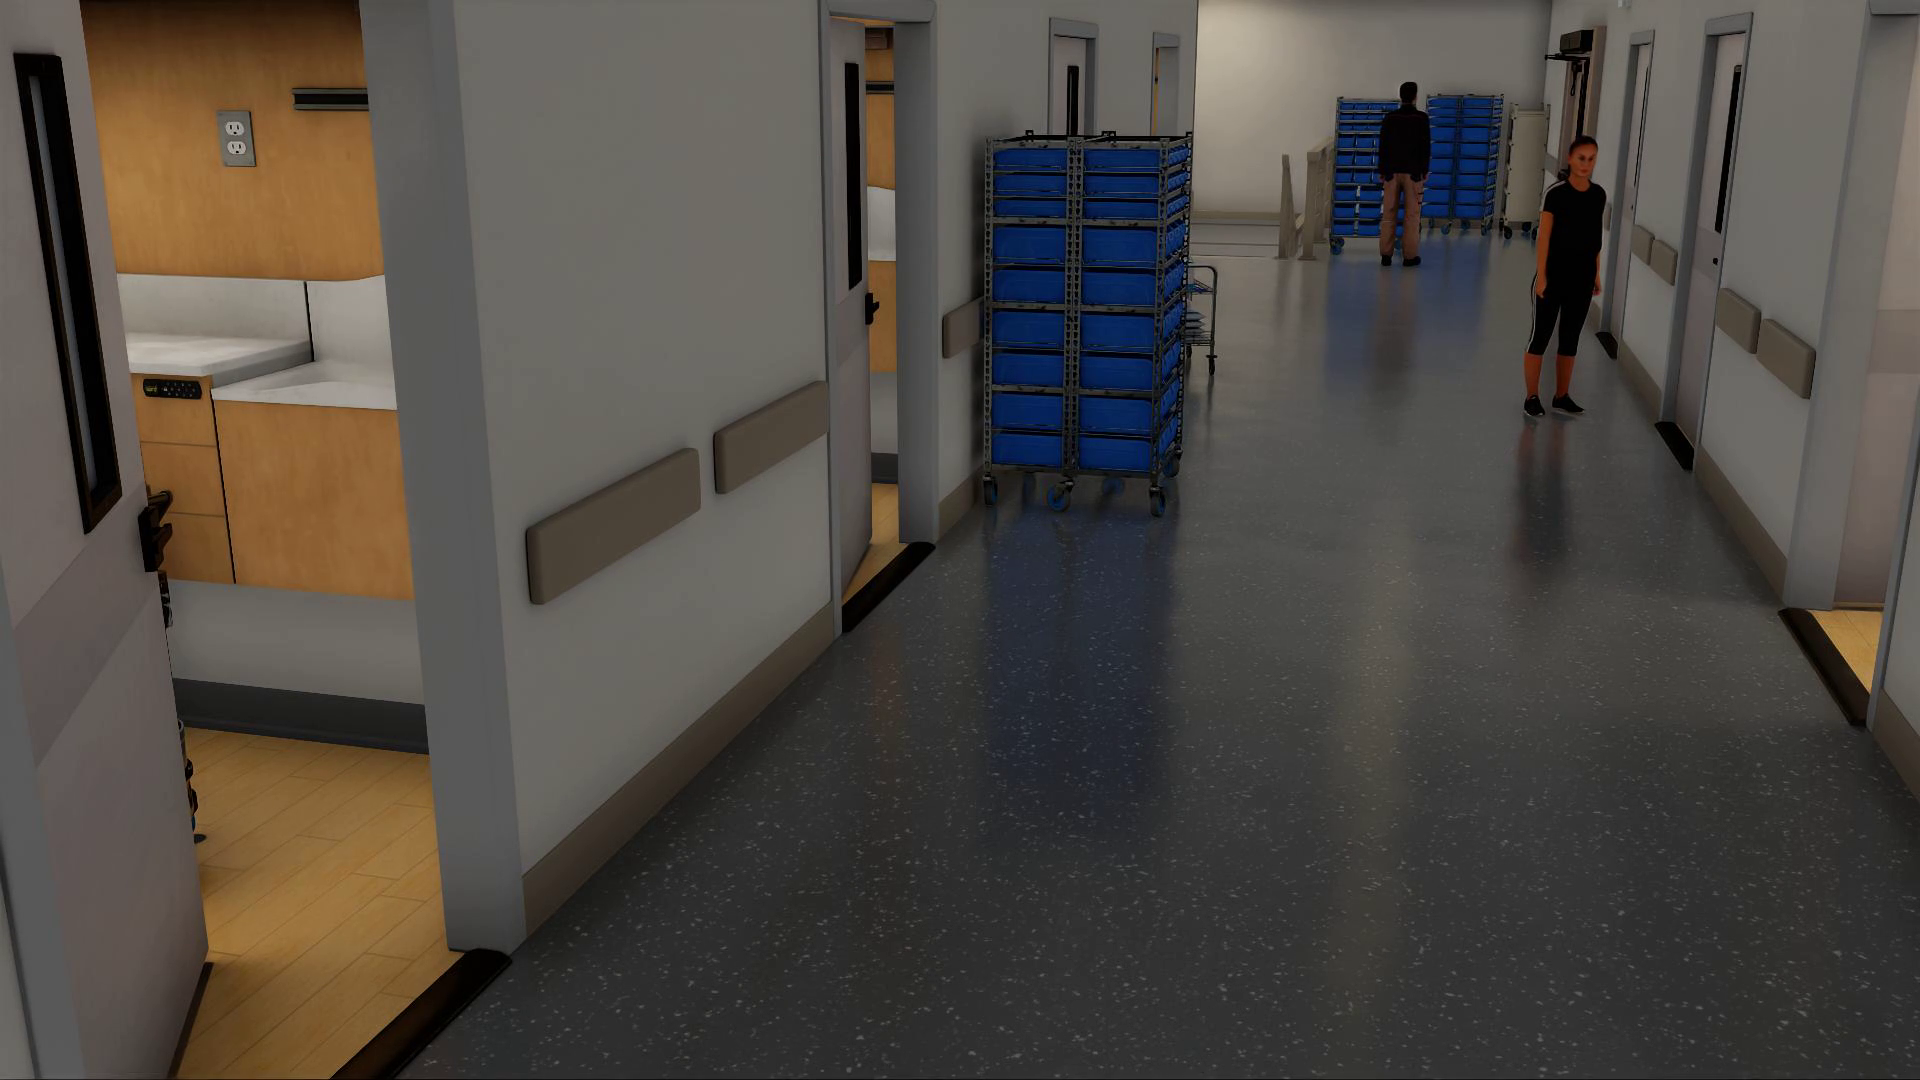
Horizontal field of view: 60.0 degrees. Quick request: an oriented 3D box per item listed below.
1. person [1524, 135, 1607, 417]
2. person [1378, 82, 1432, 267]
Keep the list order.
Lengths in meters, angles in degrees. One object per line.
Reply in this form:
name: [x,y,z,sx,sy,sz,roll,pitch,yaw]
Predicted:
person: [3.658,-1.600,10.064,0.658,1.669,0.659,-4,16,-13]
person: [4.747,-3.919,17.816,0.732,1.925,0.642,7,17,22]
